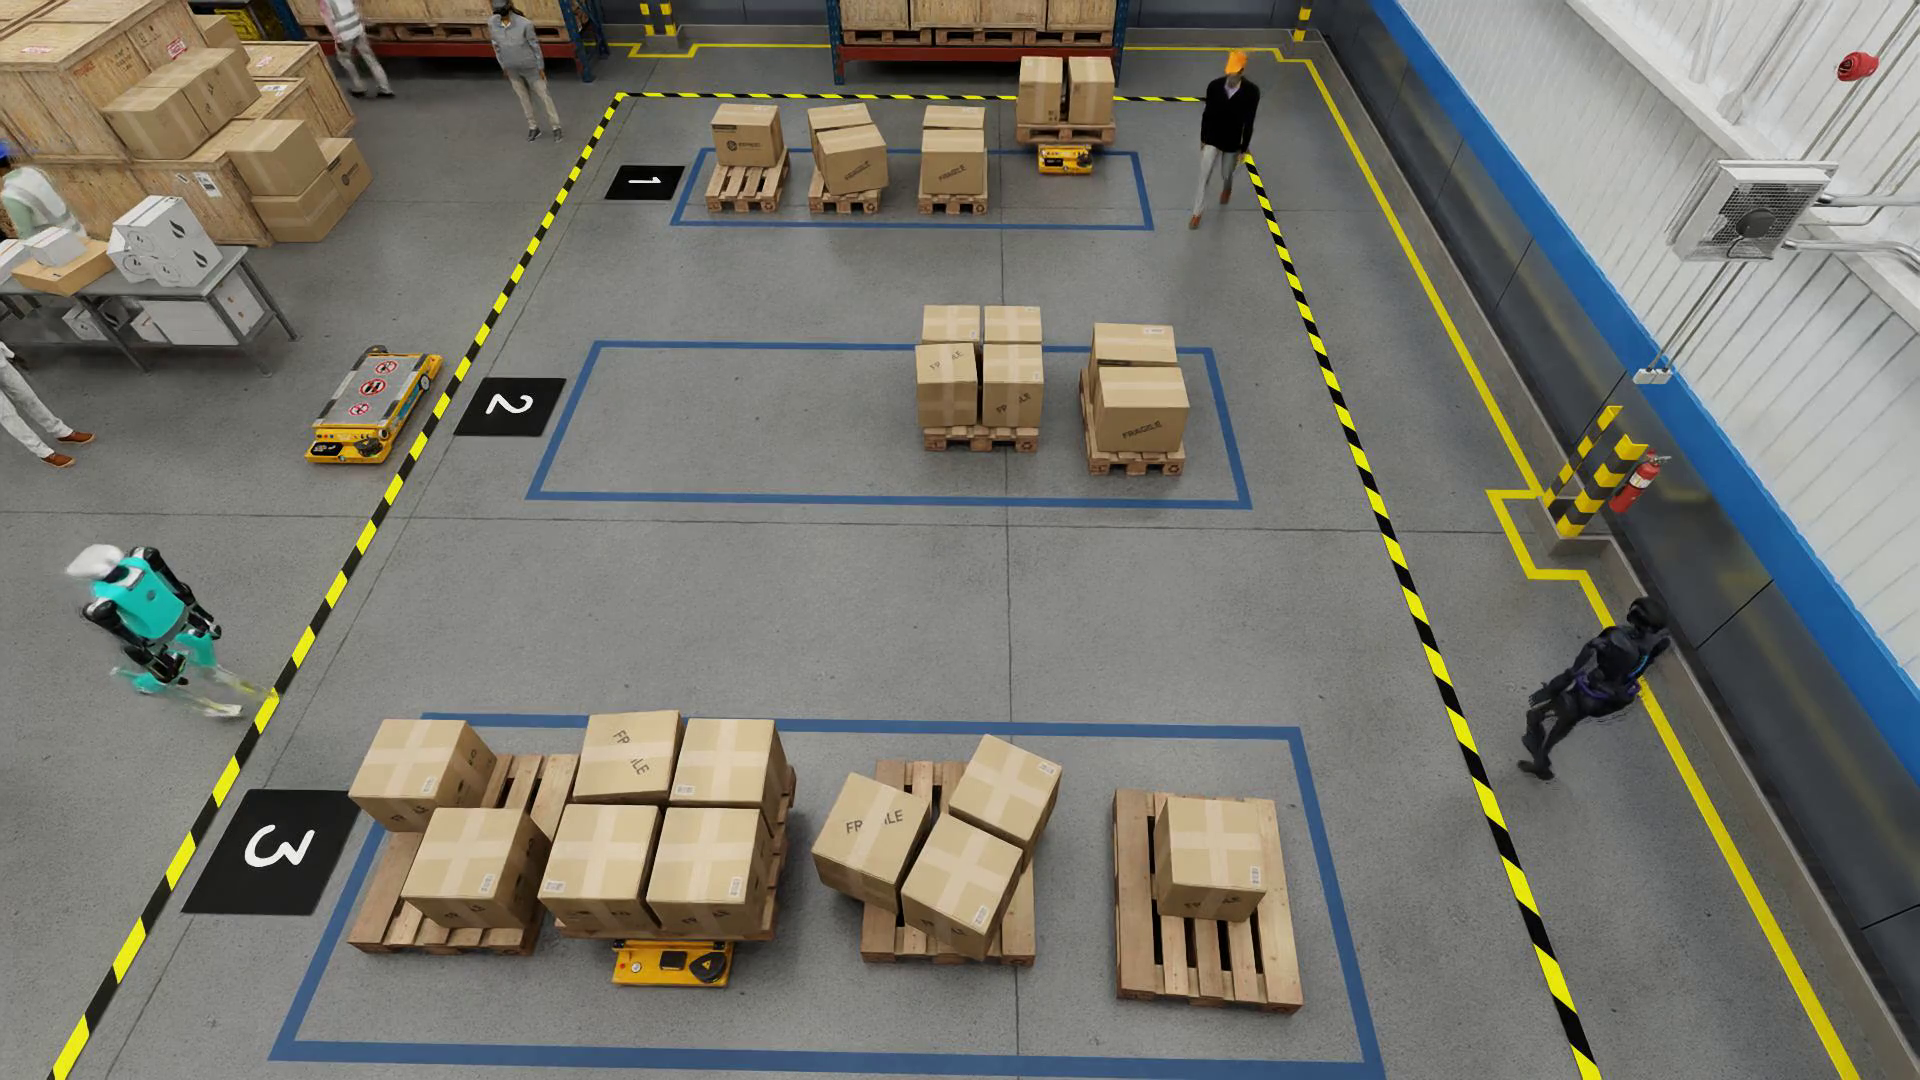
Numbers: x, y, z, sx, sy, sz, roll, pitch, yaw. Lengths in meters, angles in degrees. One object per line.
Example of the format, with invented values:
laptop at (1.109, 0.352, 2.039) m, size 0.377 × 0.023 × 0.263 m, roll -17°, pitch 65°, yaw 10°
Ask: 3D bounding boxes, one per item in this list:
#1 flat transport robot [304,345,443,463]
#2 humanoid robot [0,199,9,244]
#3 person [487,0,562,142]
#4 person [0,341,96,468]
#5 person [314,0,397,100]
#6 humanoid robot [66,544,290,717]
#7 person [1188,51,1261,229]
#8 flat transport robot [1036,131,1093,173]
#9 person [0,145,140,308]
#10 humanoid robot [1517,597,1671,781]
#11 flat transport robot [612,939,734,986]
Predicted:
flat transport robot at (-5.383, -1.269, 8.441) m, size 0.659 × 0.231 × 1.431 m, roll 1°, pitch 50°, yaw 1°
humanoid robot at (-10.182, -3.461, 9.363) m, size 0.315 × 1.657 × 0.599 m, roll 1°, pitch 50°, yaw 1°
person at (-5.394, -5.851, 11.334) m, size 0.563 × 1.769 × 0.400 m, roll 1°, pitch 50°, yaw 0°
person at (-7.978, -1.398, 7.493) m, size 0.356 × 1.883 × 0.574 m, roll 1°, pitch 50°, yaw 0°
person at (-8.155, -6.718, 12.040) m, size 0.782 × 1.802 × 0.597 m, roll 15°, pitch 51°, yaw 12°
humanoid robot at (-5.119, 0.679, 5.849) m, size 0.795 × 1.804 × 0.540 m, roll 1°, pitch 50°, yaw 1°
person at (2.913, -4.425, 10.073) m, size 0.589 × 1.858 × 0.798 m, roll 21°, pitch 53°, yaw 17°
flat transport robot at (1.310, -5.132, 11.692) m, size 0.652 × 0.197 × 1.431 m, roll 1°, pitch 50°, yaw 1°
person at (-8.577, -2.815, 8.663) m, size 0.620 × 1.926 × 0.639 m, roll -14°, pitch 51°, yaw -12°
humanoid robot at (3.914, 0.959, 5.633) m, size 0.588 × 1.635 × 0.414 m, roll -7°, pitch 50°, yaw -6°
flat transport robot at (-1.659, 1.971, 5.681) m, size 0.652 × 0.197 × 1.431 m, roll 1°, pitch 50°, yaw 1°
